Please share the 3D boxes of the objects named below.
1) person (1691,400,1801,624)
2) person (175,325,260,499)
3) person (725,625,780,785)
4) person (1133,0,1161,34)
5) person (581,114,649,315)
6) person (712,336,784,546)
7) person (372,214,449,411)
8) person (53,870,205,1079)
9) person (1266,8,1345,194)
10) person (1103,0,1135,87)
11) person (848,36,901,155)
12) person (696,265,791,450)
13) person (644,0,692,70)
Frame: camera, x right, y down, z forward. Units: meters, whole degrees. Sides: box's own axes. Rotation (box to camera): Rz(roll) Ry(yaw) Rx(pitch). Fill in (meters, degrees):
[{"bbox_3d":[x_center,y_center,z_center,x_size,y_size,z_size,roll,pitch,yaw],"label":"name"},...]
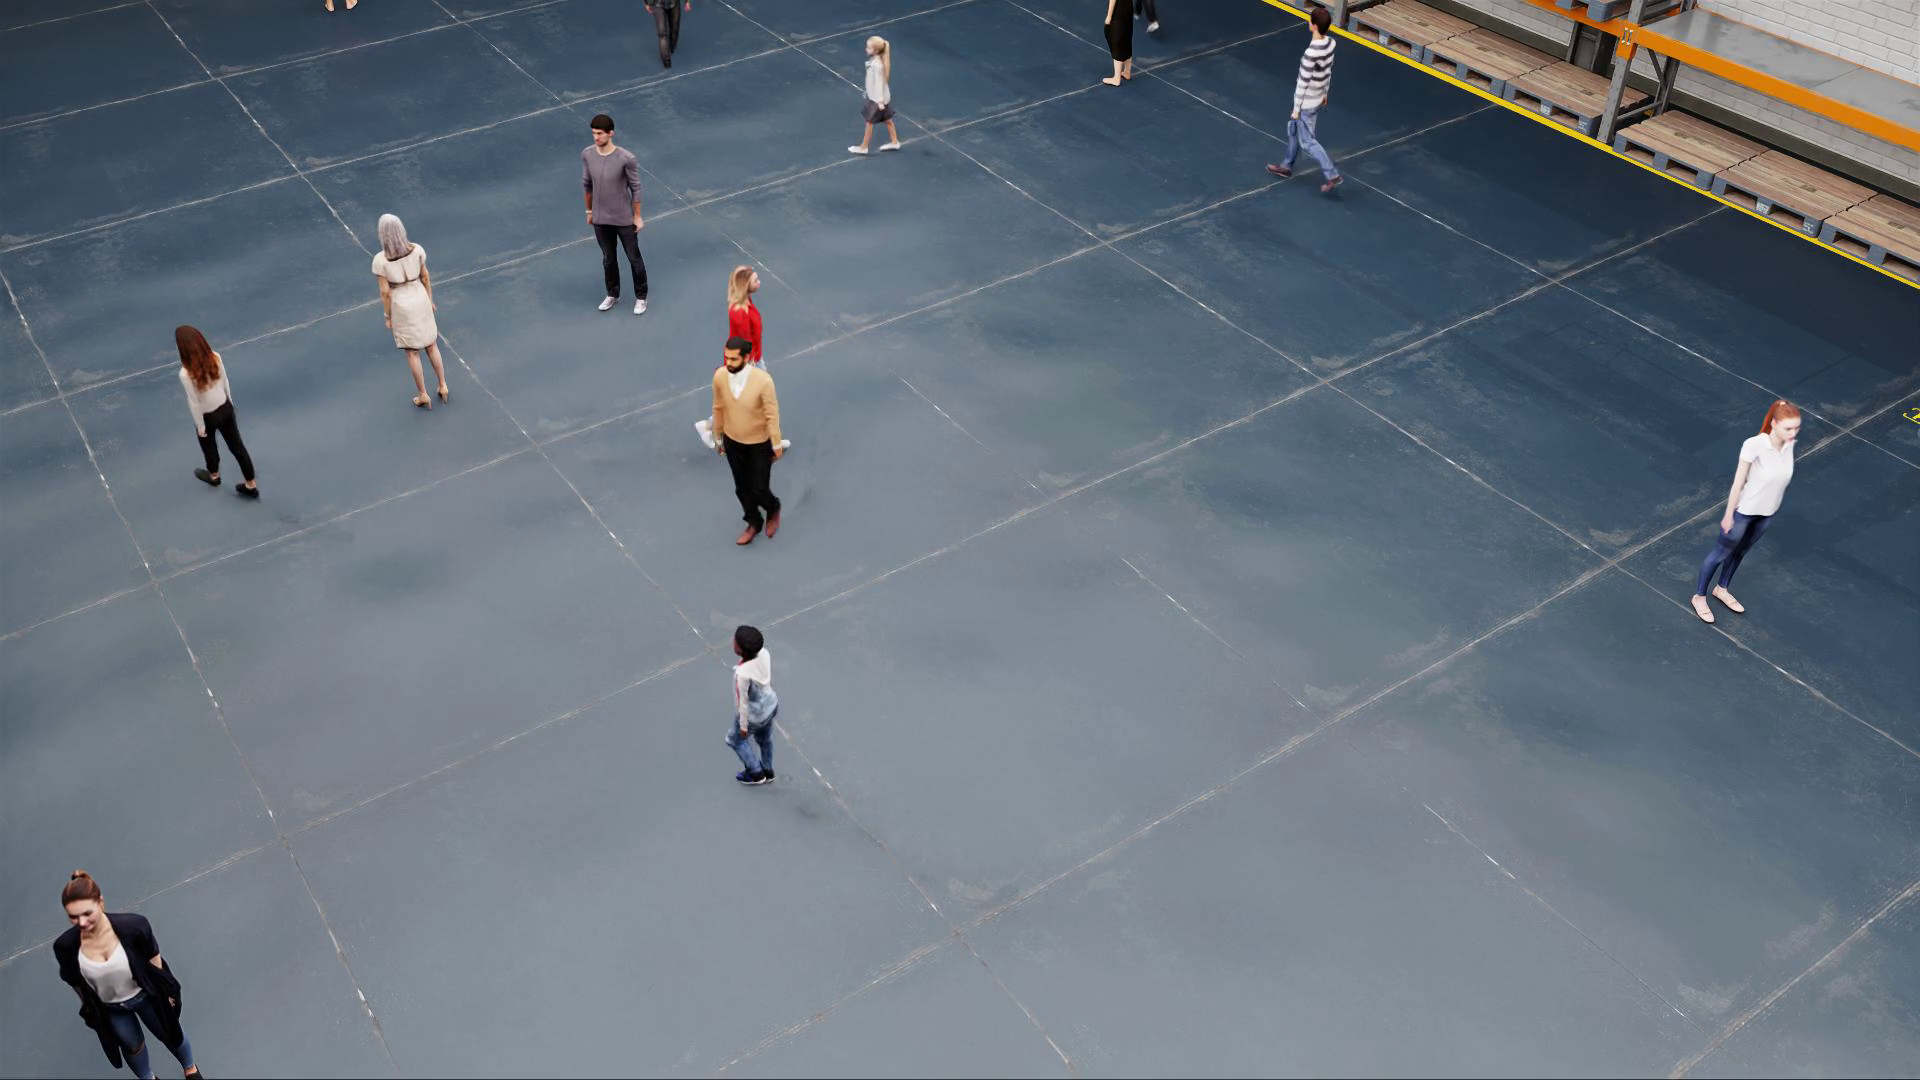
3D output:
[{"bbox_3d":[5.438,-0.215,11.472,0.612,1.739,0.600,-13,41,-16],"label":"person"},{"bbox_3d":[-5.593,-0.935,12.597,0.926,1.461,0.783,19,43,23],"label":"person"},{"bbox_3d":[-1.227,1.053,10.275,0.632,1.252,0.596,19,43,23],"label":"person"},{"bbox_3d":[2.259,-6.952,19.916,0.800,1.730,1.199,-14,41,-17],"label":"person"},{"bbox_3d":[-3.059,-2.891,14.733,0.725,1.853,0.800,8,39,10],"label":"person"},{"bbox_3d":[-1.503,-0.756,12.146,0.779,1.743,0.866,14,41,17],"label":"person"},{"bbox_3d":[-4.462,-1.852,13.525,0.613,1.736,0.560,-28,46,-30],"label":"person"},{"bbox_3d":[-4.189,2.289,8.382,0.682,1.682,0.642,-13,40,-16],"label":"person"},{"bbox_3d":[3.565,-4.346,16.580,1.229,1.820,0.895,25,45,28],"label":"person"},{"bbox_3d":[1.815,-5.942,18.736,0.630,1.624,0.625,28,47,31],"label":"person"},{"bbox_3d":[-0.792,-4.649,17.413,0.796,1.254,0.792,0,39,1],"label":"person"},{"bbox_3d":[-1.729,-1.356,12.943,0.984,1.687,1.007,-2,39,-2],"label":"person"},{"bbox_3d":[-3.437,-6.326,19.342,0.855,1.701,1.035,-12,40,-15],"label":"person"}]
